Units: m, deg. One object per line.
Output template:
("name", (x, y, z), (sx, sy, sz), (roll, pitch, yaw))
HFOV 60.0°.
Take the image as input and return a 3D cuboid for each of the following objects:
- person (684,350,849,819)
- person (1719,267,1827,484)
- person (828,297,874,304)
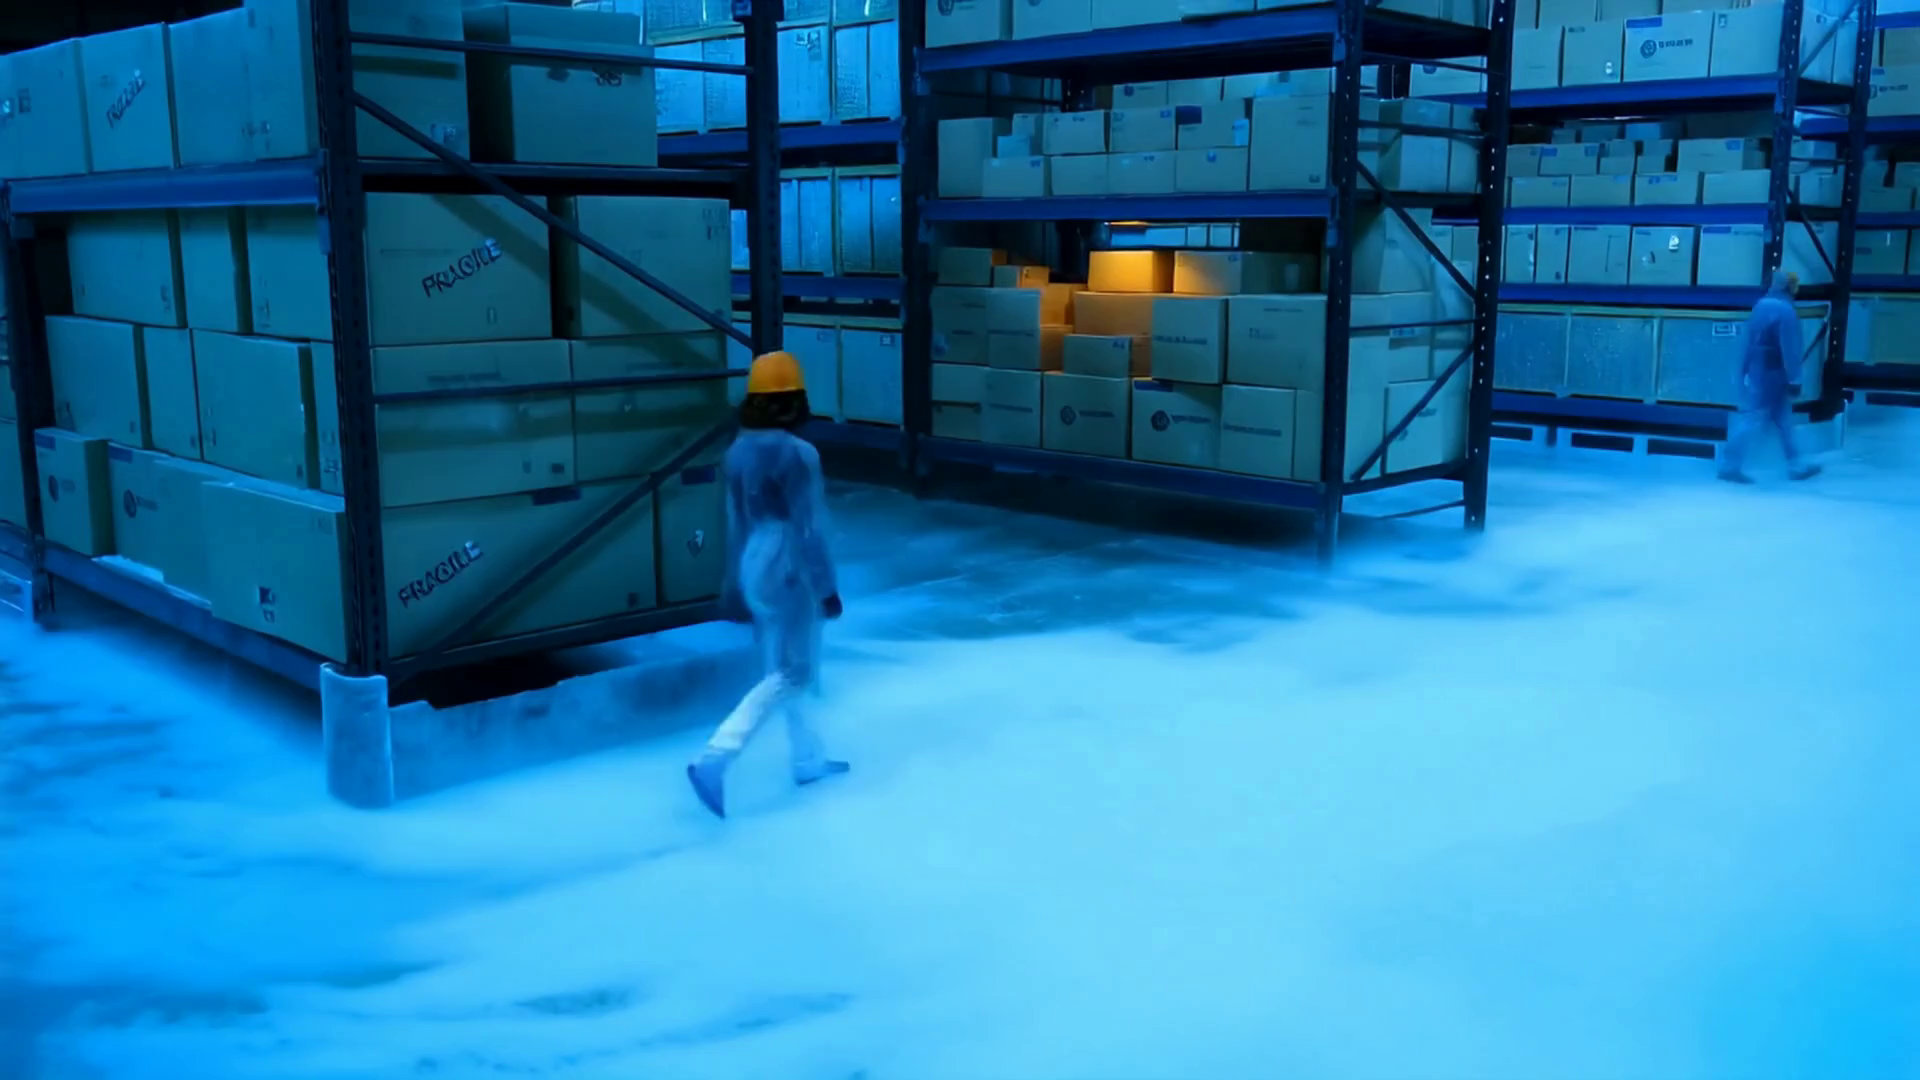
("person", (-0.727, 0.154, 6.195), (0.789, 1.715, 0.482), (-9, 14, -42))
("person", (7.061, -1.403, 14.292), (0.958, 1.842, 0.728), (2, 11, 12))
("person", (-1.266, -2.363, 19.309), (0.552, 1.937, 0.356), (-2, 11, -13))
